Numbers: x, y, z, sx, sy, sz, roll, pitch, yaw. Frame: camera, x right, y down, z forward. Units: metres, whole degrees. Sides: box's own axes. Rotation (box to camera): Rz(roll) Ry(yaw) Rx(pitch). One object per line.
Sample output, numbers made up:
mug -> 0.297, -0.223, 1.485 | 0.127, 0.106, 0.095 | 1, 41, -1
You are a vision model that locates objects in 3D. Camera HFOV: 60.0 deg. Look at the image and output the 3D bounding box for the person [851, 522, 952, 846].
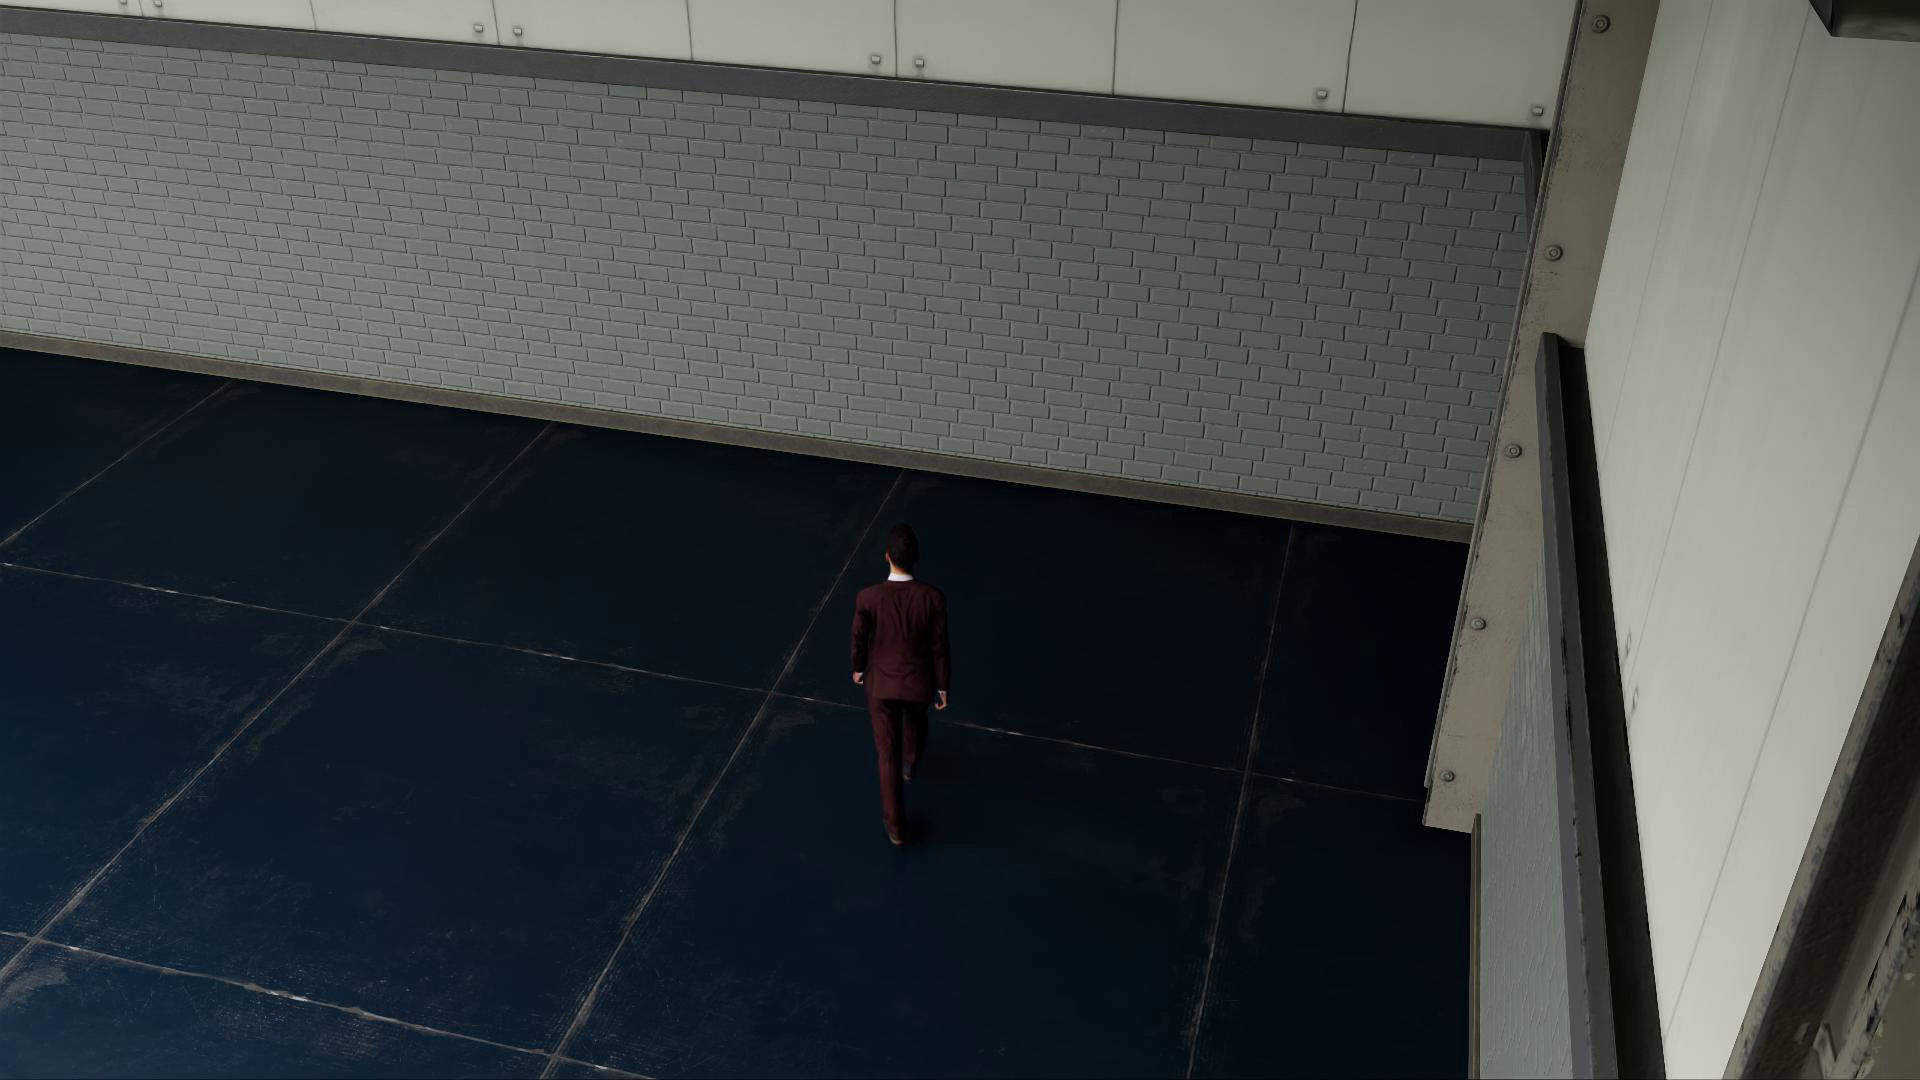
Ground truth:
person -> -0.322, 0.824, 9.051 | 0.982, 1.821, 1.249 | -3, 32, -6
